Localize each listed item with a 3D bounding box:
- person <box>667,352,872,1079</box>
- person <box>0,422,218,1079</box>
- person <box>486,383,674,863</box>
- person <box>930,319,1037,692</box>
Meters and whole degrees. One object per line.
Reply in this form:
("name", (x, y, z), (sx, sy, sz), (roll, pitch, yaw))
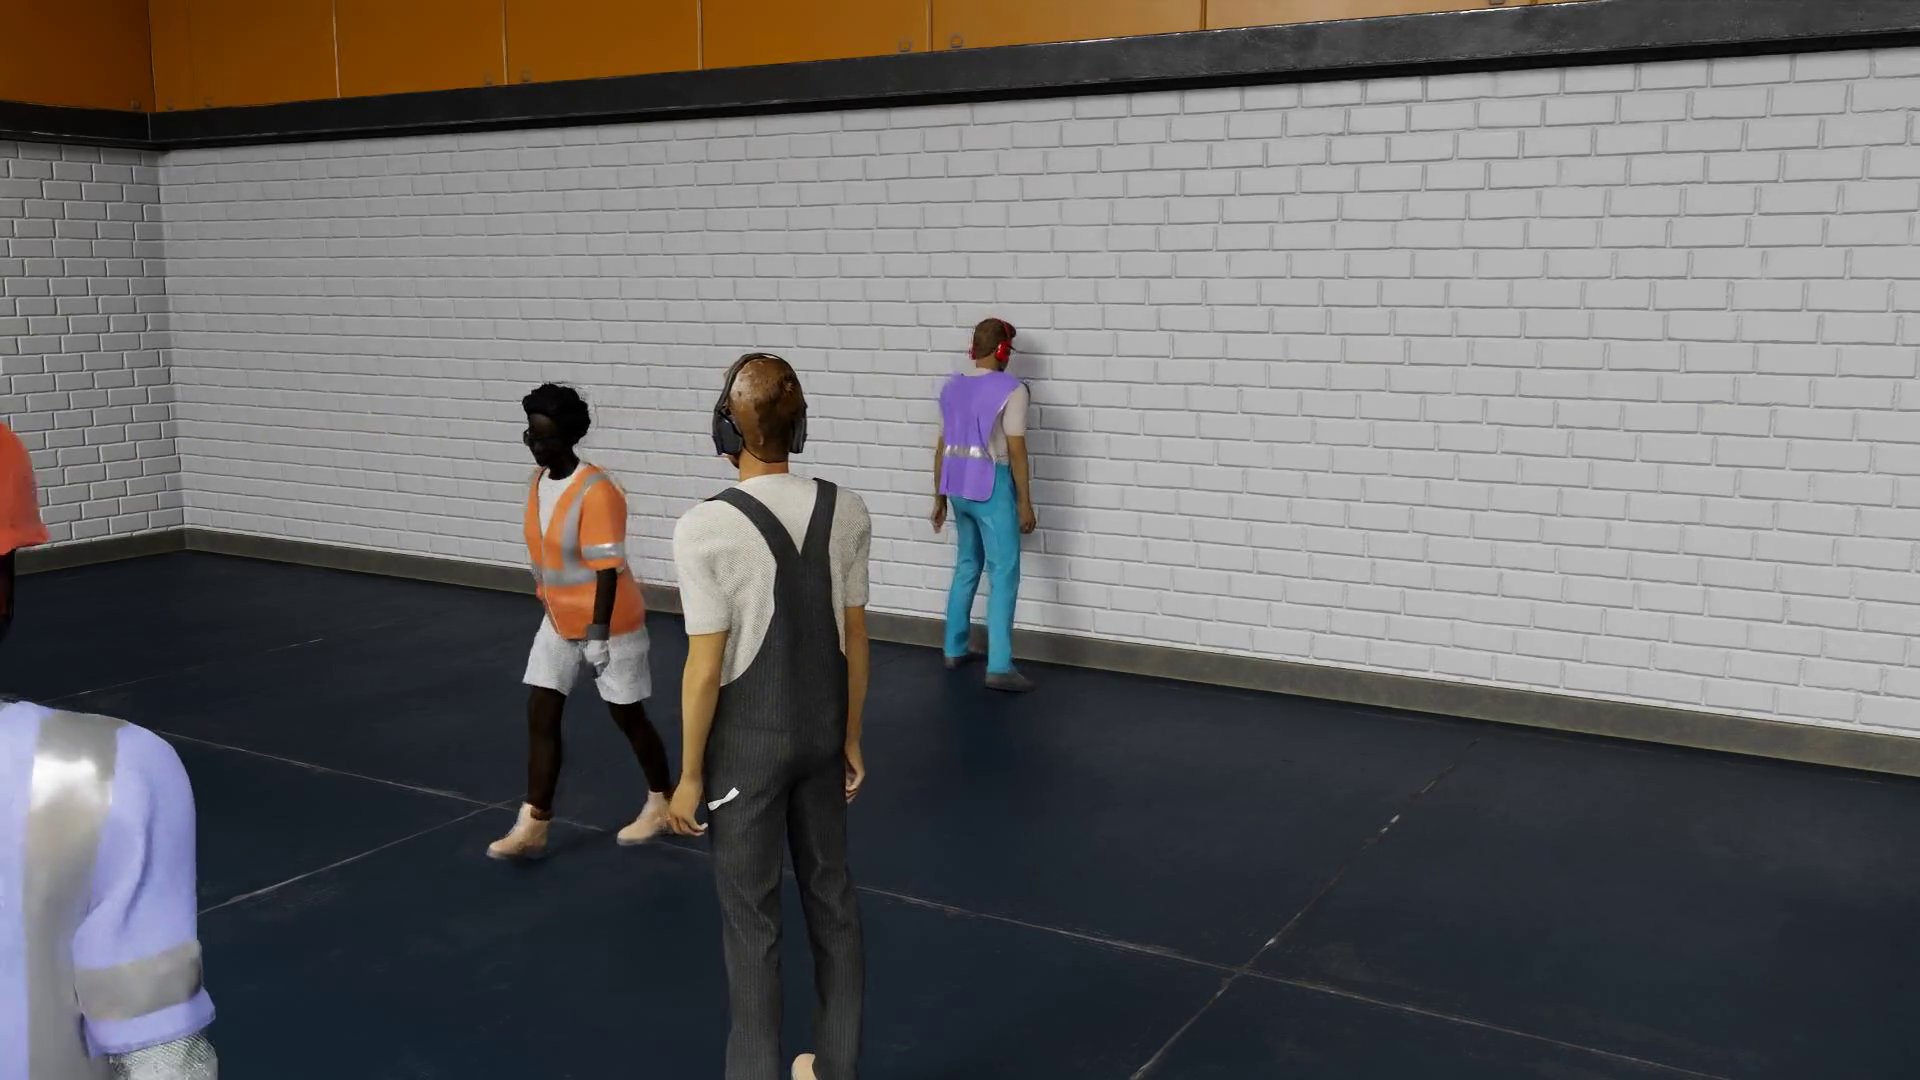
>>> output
("person", (-0.434, 0.495, 3.835), (0.506, 1.847, 0.343), (-7, 12, -38))
("person", (-1.148, 0.771, 1.969), (0.569, 1.888, 0.957), (-2, 9, -15))
("person", (-1.299, 0.287, 5.675), (0.551, 1.649, 0.818), (8, 12, 41))
("person", (0.114, -0.182, 8.252), (0.526, 1.798, 0.765), (-8, 12, -41))
